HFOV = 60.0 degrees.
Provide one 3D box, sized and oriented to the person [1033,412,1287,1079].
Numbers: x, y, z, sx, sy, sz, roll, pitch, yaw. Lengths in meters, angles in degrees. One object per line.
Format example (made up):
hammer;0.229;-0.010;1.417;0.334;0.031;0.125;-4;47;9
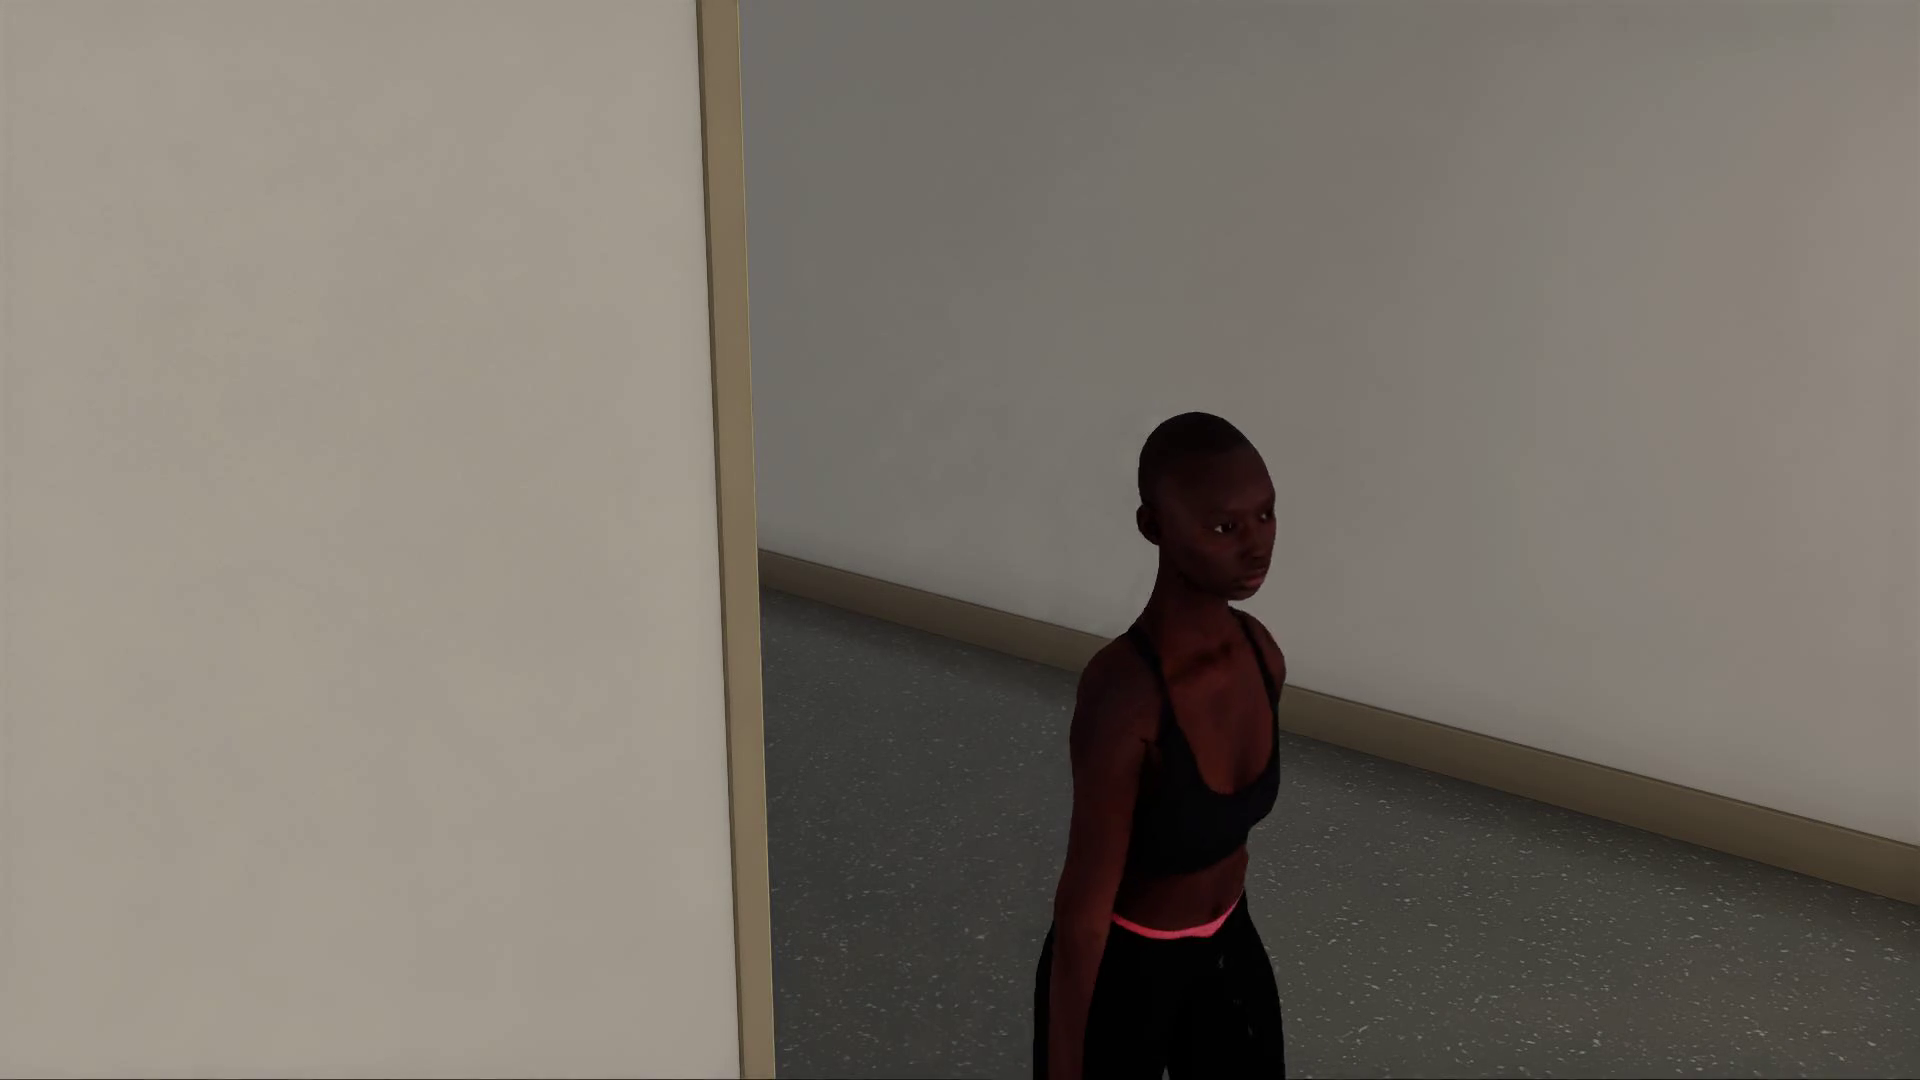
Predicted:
person;0.206;0.664;2.464;0.830;1.710;1.151;15;21;42
